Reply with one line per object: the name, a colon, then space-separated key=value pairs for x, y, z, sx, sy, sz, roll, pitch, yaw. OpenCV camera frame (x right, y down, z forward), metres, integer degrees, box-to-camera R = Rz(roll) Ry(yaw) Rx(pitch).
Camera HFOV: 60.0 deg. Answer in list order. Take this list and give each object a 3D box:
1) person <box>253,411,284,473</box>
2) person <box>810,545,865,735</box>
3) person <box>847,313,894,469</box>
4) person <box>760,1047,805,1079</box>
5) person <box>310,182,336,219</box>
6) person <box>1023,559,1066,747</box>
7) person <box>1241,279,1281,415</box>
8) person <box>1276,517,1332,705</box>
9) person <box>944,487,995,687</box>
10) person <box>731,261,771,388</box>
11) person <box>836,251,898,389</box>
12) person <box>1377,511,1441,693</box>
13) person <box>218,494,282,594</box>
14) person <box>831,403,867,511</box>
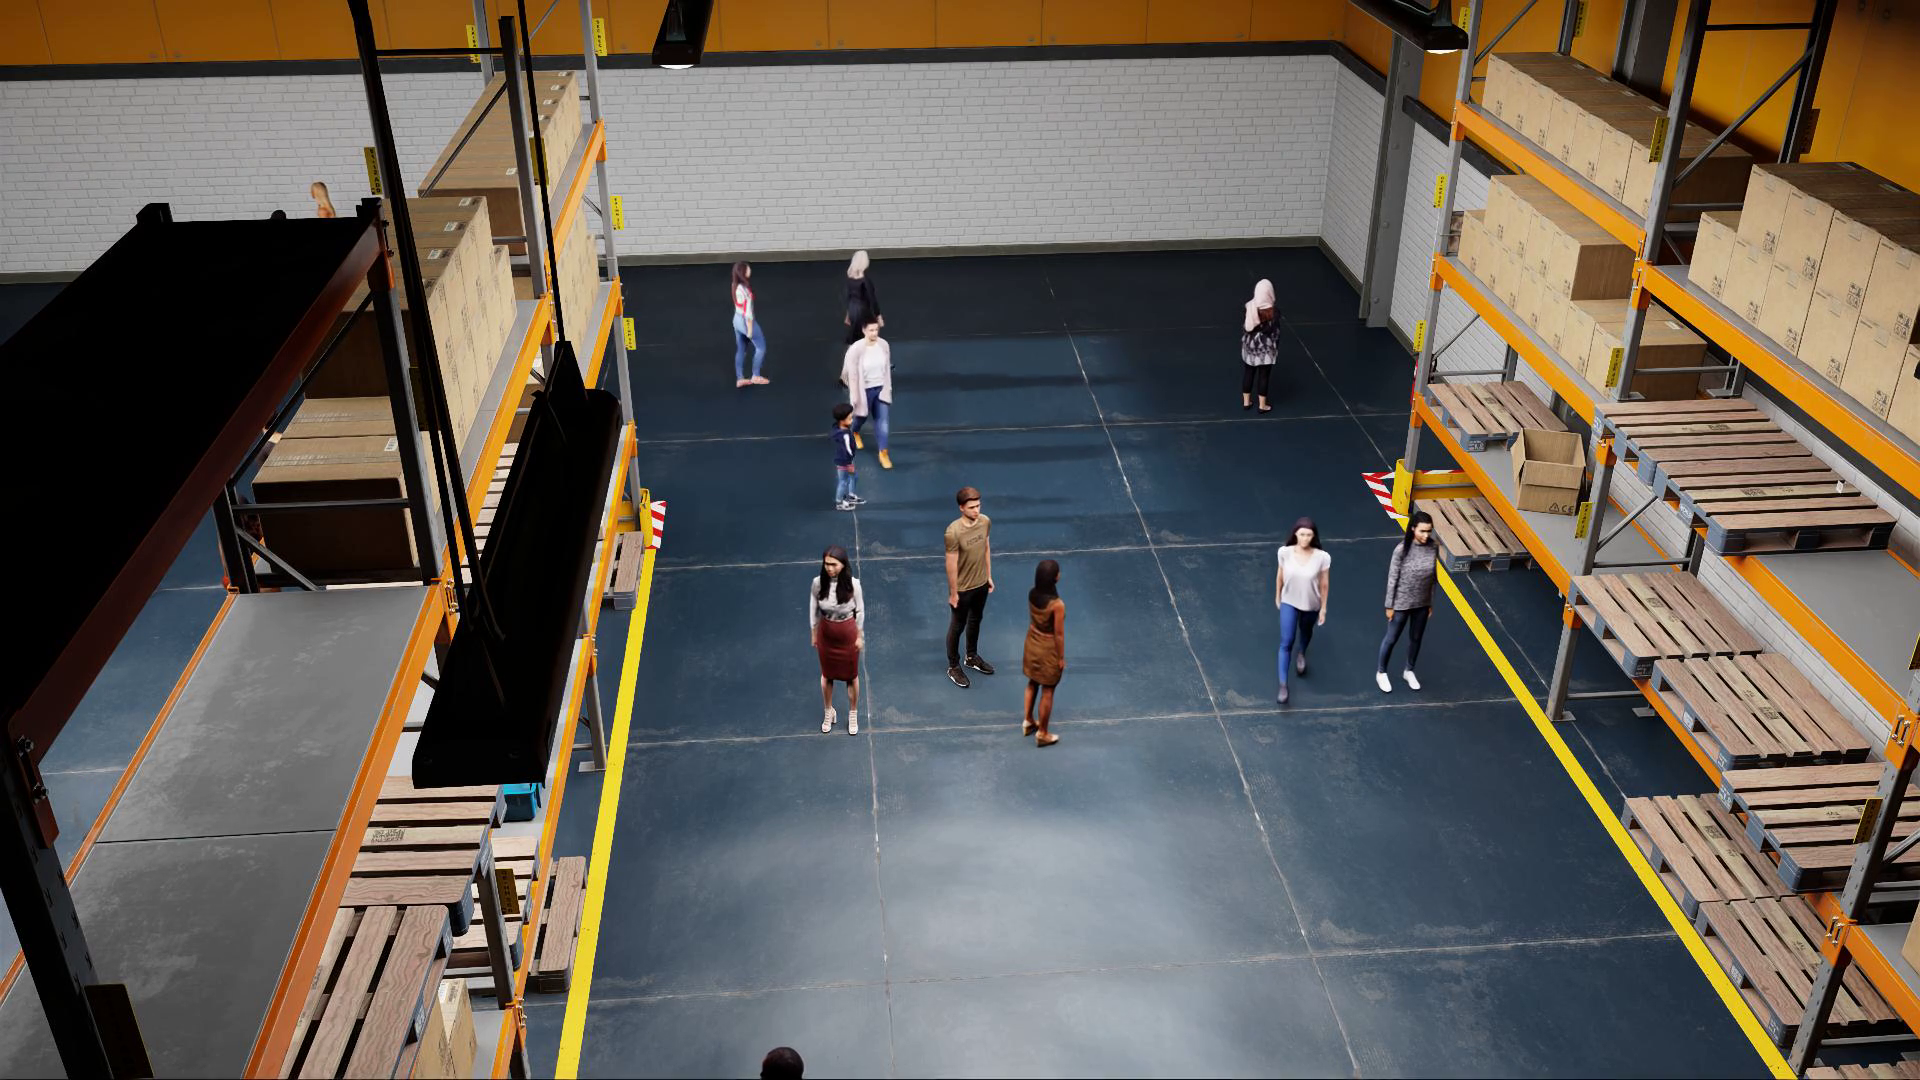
person: x=-6.621 y=-0.507 z=16.245 sx=0.762 sy=1.713 sz=0.688 roll=19 pitch=34 yaw=31
person: x=-1.010 y=0.828 z=13.760 sx=0.646 sy=1.751 sz=0.587 roll=4 pitch=29 yaw=7
person: x=-1.035 y=-1.691 z=18.421 sx=0.923 sy=1.709 sz=1.201 roll=-12 pitch=31 yaw=-21
person: x=-0.913 y=3.411 z=8.978 sx=0.662 sy=1.795 sz=0.512 roll=-5 pitch=29 yaw=-9
person: x=-8.468 y=-3.959 z=22.486 sx=0.734 sy=1.797 sz=0.603 roll=-7 pitch=29 yaw=-12
person: x=0.689 y=0.919 z=13.663 sx=0.706 sy=1.684 sz=0.607 roll=-19 pitch=34 yaw=-31
person: x=3.526 y=-2.286 z=19.587 sx=0.748 sy=1.637 sz=0.798 roll=18 pitch=34 yaw=30
person: x=2.960 y=0.545 z=14.401 sx=0.871 sy=1.634 sz=1.214 roll=7 pitch=29 yaw=12
person: x=0.074 y=0.370 z=14.493 sx=0.747 sy=1.852 sz=0.782 roll=-25 pitch=37 yaw=-38
person: x=-2.679 y=-2.602 z=20.204 sx=0.778 sy=1.600 sz=0.697 roll=-19 pitch=34 yaw=-31
person: x=-1.269 y=-2.622 z=20.134 sx=1.087 sy=1.704 sz=1.162 roll=-21 pitch=35 yaw=-33
person: x=3.887 y=0.515 z=14.354 sx=0.628 sy=1.731 sz=0.567 roll=-7 pitch=29 yaw=-12
person: x=-6.198 y=0.368 z=14.636 sx=0.758 sy=1.719 sz=0.719 roll=-12 pitch=31 yaw=-21
person: x=-1.257 y=-0.867 z=17.431 sx=0.602 sy=1.210 sz=0.504 roll=-1 pitch=29 yaw=-1
